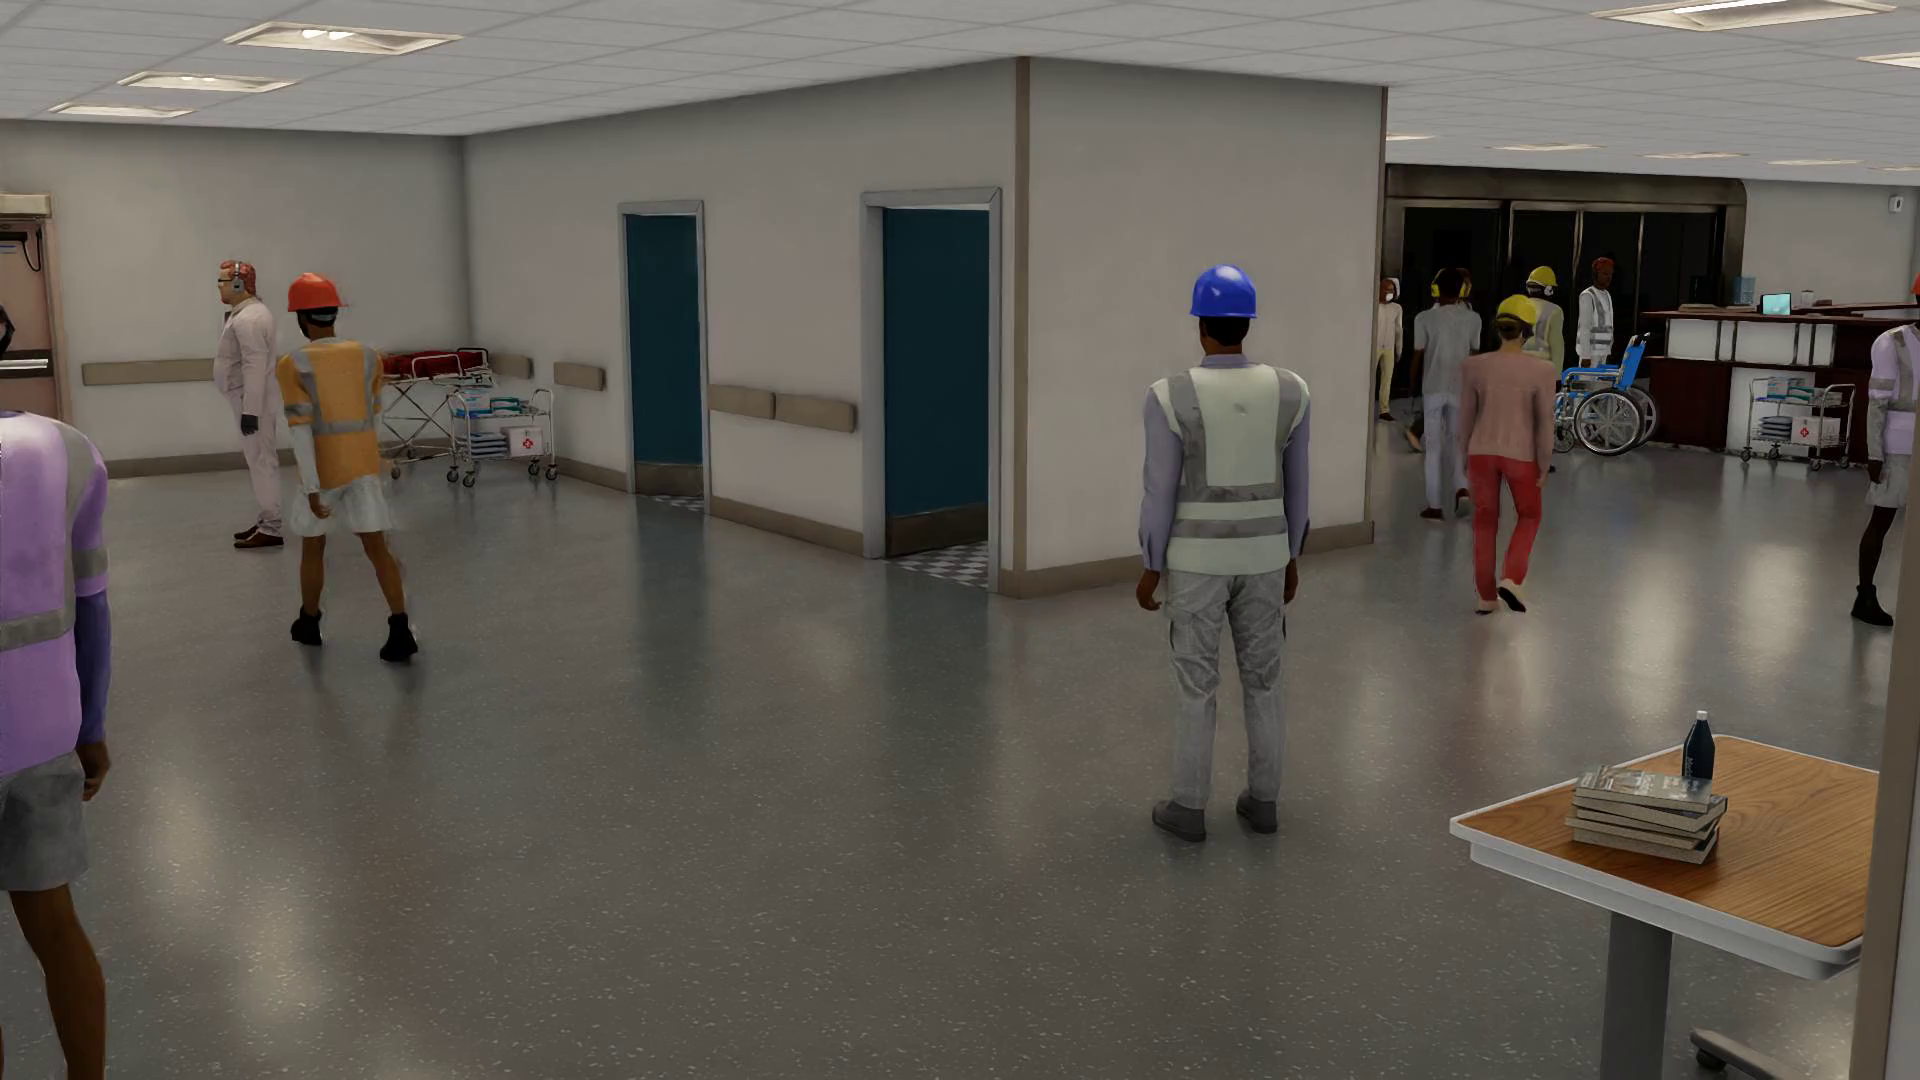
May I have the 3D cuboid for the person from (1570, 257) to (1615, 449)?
[{"bbox_3d":[6.267,-1.840,16.427,0.340,1.881,0.586,8,13,38],"label":"person"}]

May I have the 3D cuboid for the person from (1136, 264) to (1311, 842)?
[{"bbox_3d":[0.888,0.055,5.634,0.602,1.949,0.392,-2,10,-13],"label":"person"}]

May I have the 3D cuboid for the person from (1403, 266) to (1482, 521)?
[{"bbox_3d":[3.515,-1.053,12.133,0.526,1.849,0.384,-1,10,-7],"label":"person"}]

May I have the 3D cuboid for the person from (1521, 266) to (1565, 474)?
[{"bbox_3d":[5.069,-1.493,14.671,0.403,1.824,0.597,-7,12,-33],"label":"person"}]

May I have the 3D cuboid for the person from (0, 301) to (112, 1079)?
[{"bbox_3d":[-2.035,0.409,3.437,0.403,2.031,0.614,4,11,19],"label":"person"}]

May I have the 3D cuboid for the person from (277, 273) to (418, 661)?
[{"bbox_3d":[-3.019,-0.351,8.118,0.545,1.892,1.016,-9,14,-42],"label":"person"}]

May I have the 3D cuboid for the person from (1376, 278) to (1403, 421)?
[{"bbox_3d":[4.800,-2.154,18.927,0.505,1.628,0.286,-3,10,-14],"label":"person"}]

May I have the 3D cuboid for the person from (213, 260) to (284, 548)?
[{"bbox_3d":[-4.759,-0.904,11.120,0.400,1.910,0.643,-3,11,-19],"label":"person"}]

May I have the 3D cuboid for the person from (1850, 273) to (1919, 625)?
[{"bbox_3d":[5.061,-0.491,8.767,0.542,1.928,0.399,0,10,-2],"label":"person"}]

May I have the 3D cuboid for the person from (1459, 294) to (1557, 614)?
[{"bbox_3d":[2.966,-0.453,9.045,0.524,1.755,0.359,6,12,32],"label":"person"}]

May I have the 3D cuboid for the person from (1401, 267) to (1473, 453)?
[{"bbox_3d":[4.585,-1.669,15.714,0.519,1.807,0.960,-7,13,-36],"label":"person"}]
